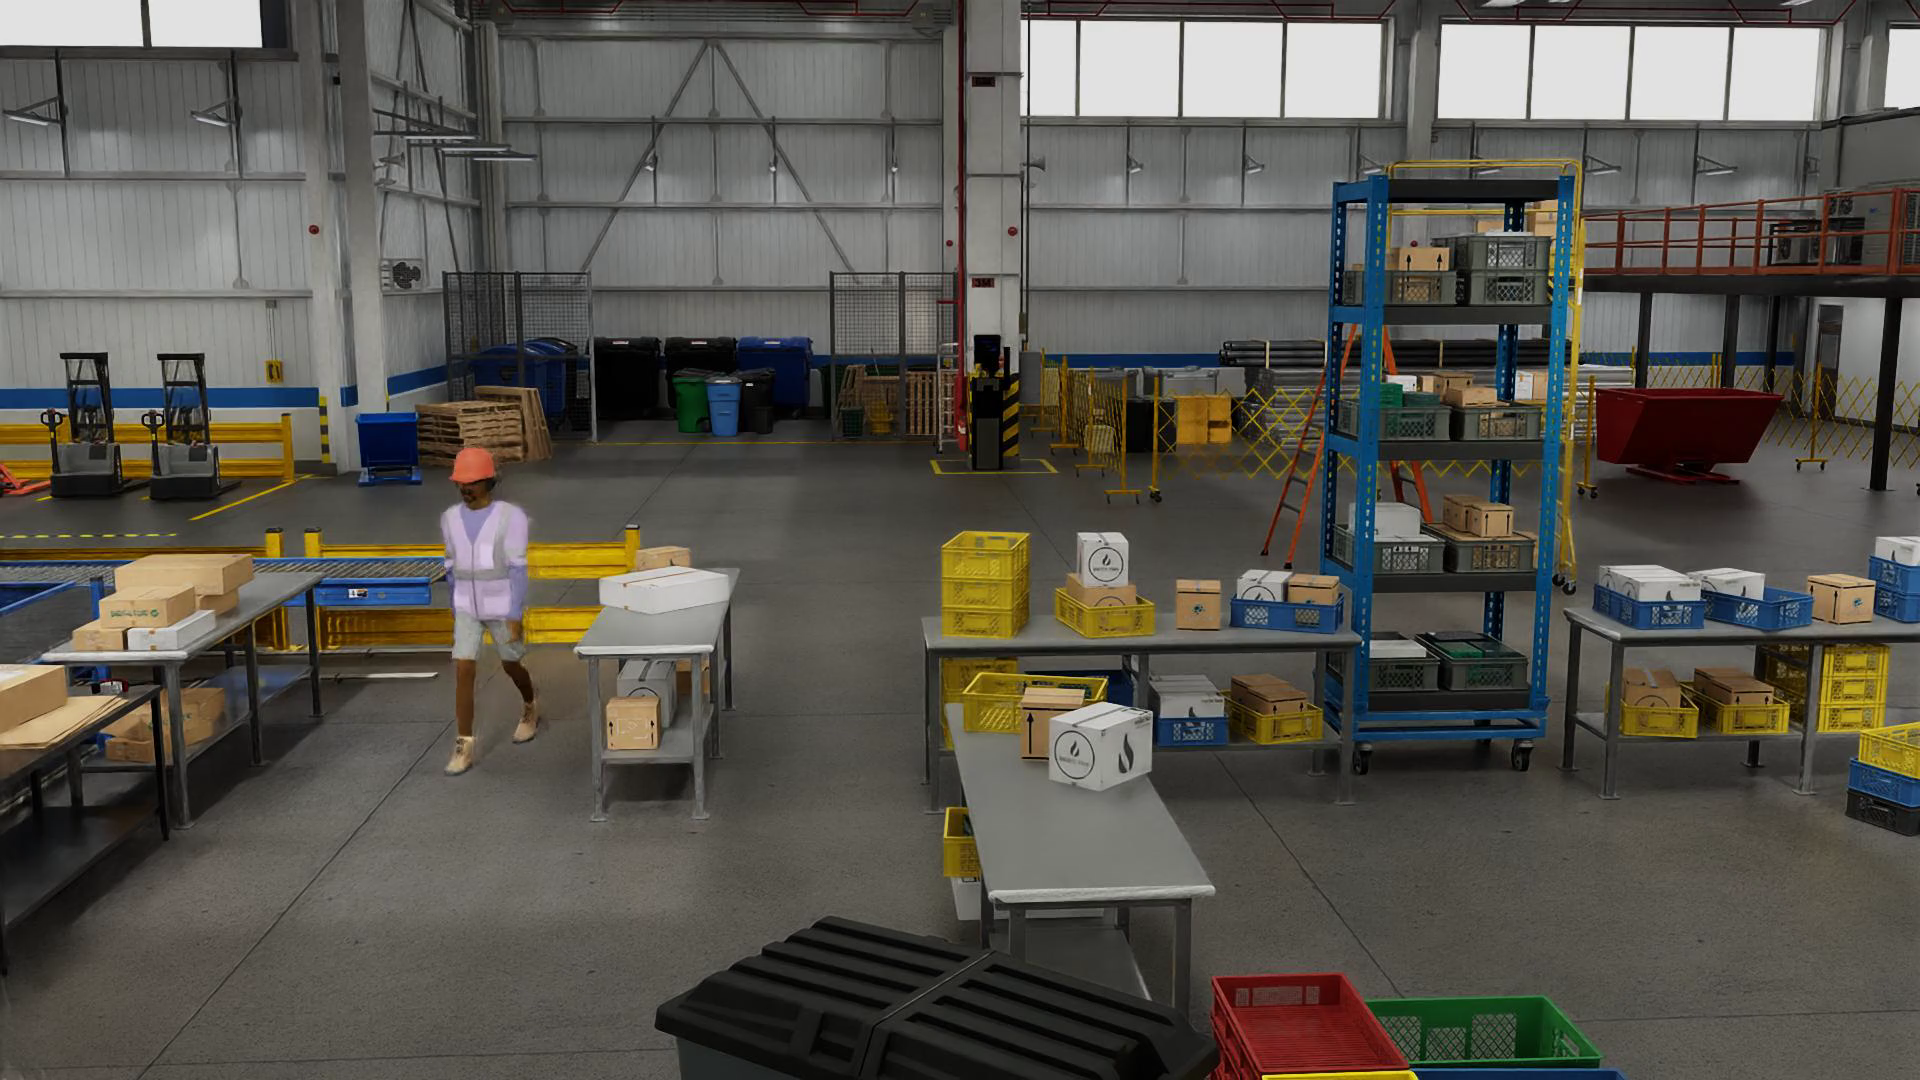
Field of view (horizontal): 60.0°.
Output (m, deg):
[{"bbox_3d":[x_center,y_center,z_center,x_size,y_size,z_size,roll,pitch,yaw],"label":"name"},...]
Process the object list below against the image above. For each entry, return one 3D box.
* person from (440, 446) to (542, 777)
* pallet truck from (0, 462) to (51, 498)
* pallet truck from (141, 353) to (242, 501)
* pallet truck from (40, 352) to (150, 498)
[{"bbox_3d":[-2.929,0.391,10.422,0.602,2.003,1.020,2,9,10],"label":"person"},{"bbox_3d":[-13.193,-1.293,23.148,0.653,1.274,1.630,-1,9,-4],"label":"pallet truck"},{"bbox_3d":[-10.520,-1.604,22.925,0.823,1.965,1.885,-1,9,-6],"label":"pallet truck"},{"bbox_3d":[-11.907,-1.642,23.165,0.823,1.965,1.885,0,9,0],"label":"pallet truck"}]
